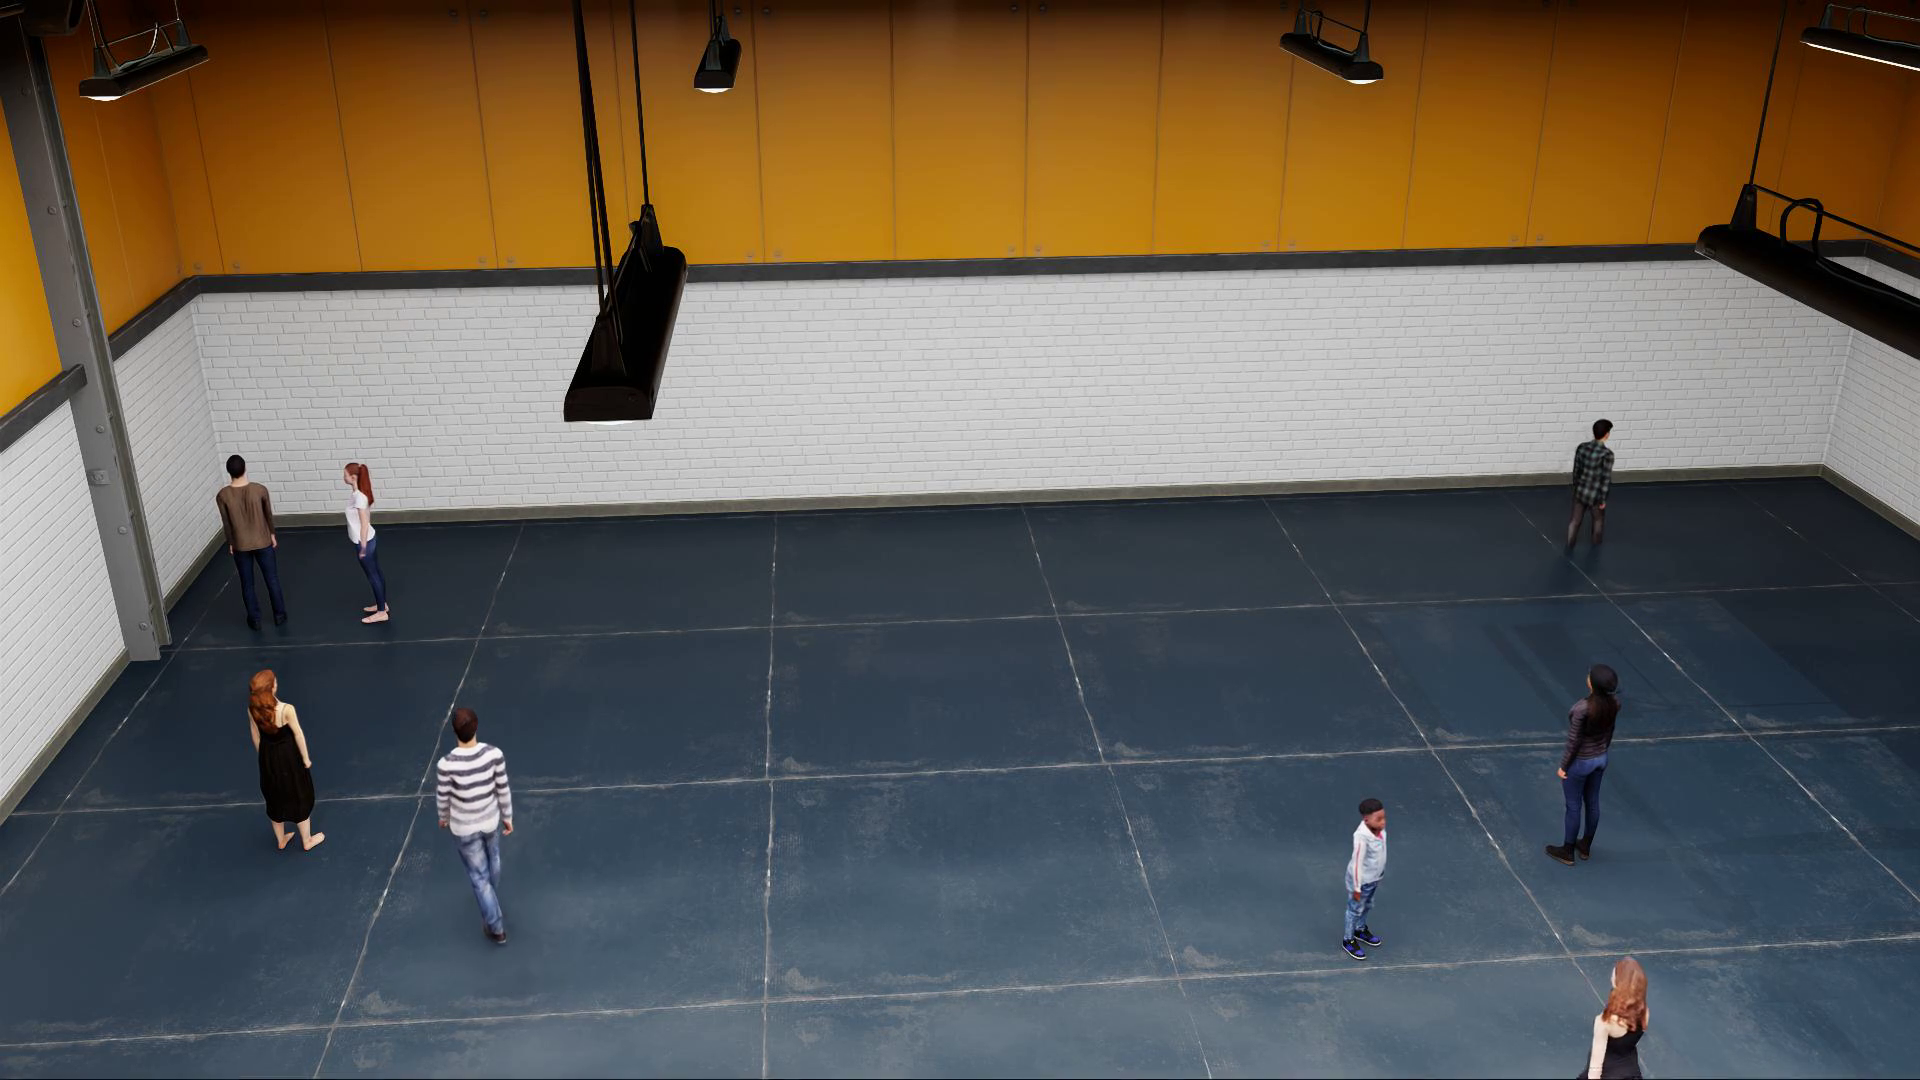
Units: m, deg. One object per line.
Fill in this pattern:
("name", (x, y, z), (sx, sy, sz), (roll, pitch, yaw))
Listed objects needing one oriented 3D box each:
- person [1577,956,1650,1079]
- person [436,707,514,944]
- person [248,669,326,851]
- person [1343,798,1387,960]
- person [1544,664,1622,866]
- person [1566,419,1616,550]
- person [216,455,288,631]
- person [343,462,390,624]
("person", (3.903, 3.280, 9.790), (0.832, 1.696, 1.221), (-9, 25, -20))
("person", (-3.530, 2.144, 12.244), (0.979, 1.812, 1.162), (-16, 28, -32))
("person", (-5.457, 1.763, 13.350), (0.618, 1.625, 0.623), (2, 24, 5))
("person", (2.979, 2.450, 12.232), (0.623, 1.261, 0.568), (21, 31, 40))
("person", (4.970, 1.769, 13.185), (0.695, 1.746, 0.681), (-11, 26, -23))
("person", (7.130, -0.541, 18.971), (1.003, 1.702, 0.999), (-18, 29, -35))
("person", (-7.249, 0.016, 17.017), (0.728, 1.889, 0.707), (-11, 26, -24))
("person", (-6.134, 0.010, 17.218), (0.638, 1.740, 0.489), (-5, 24, -10))
